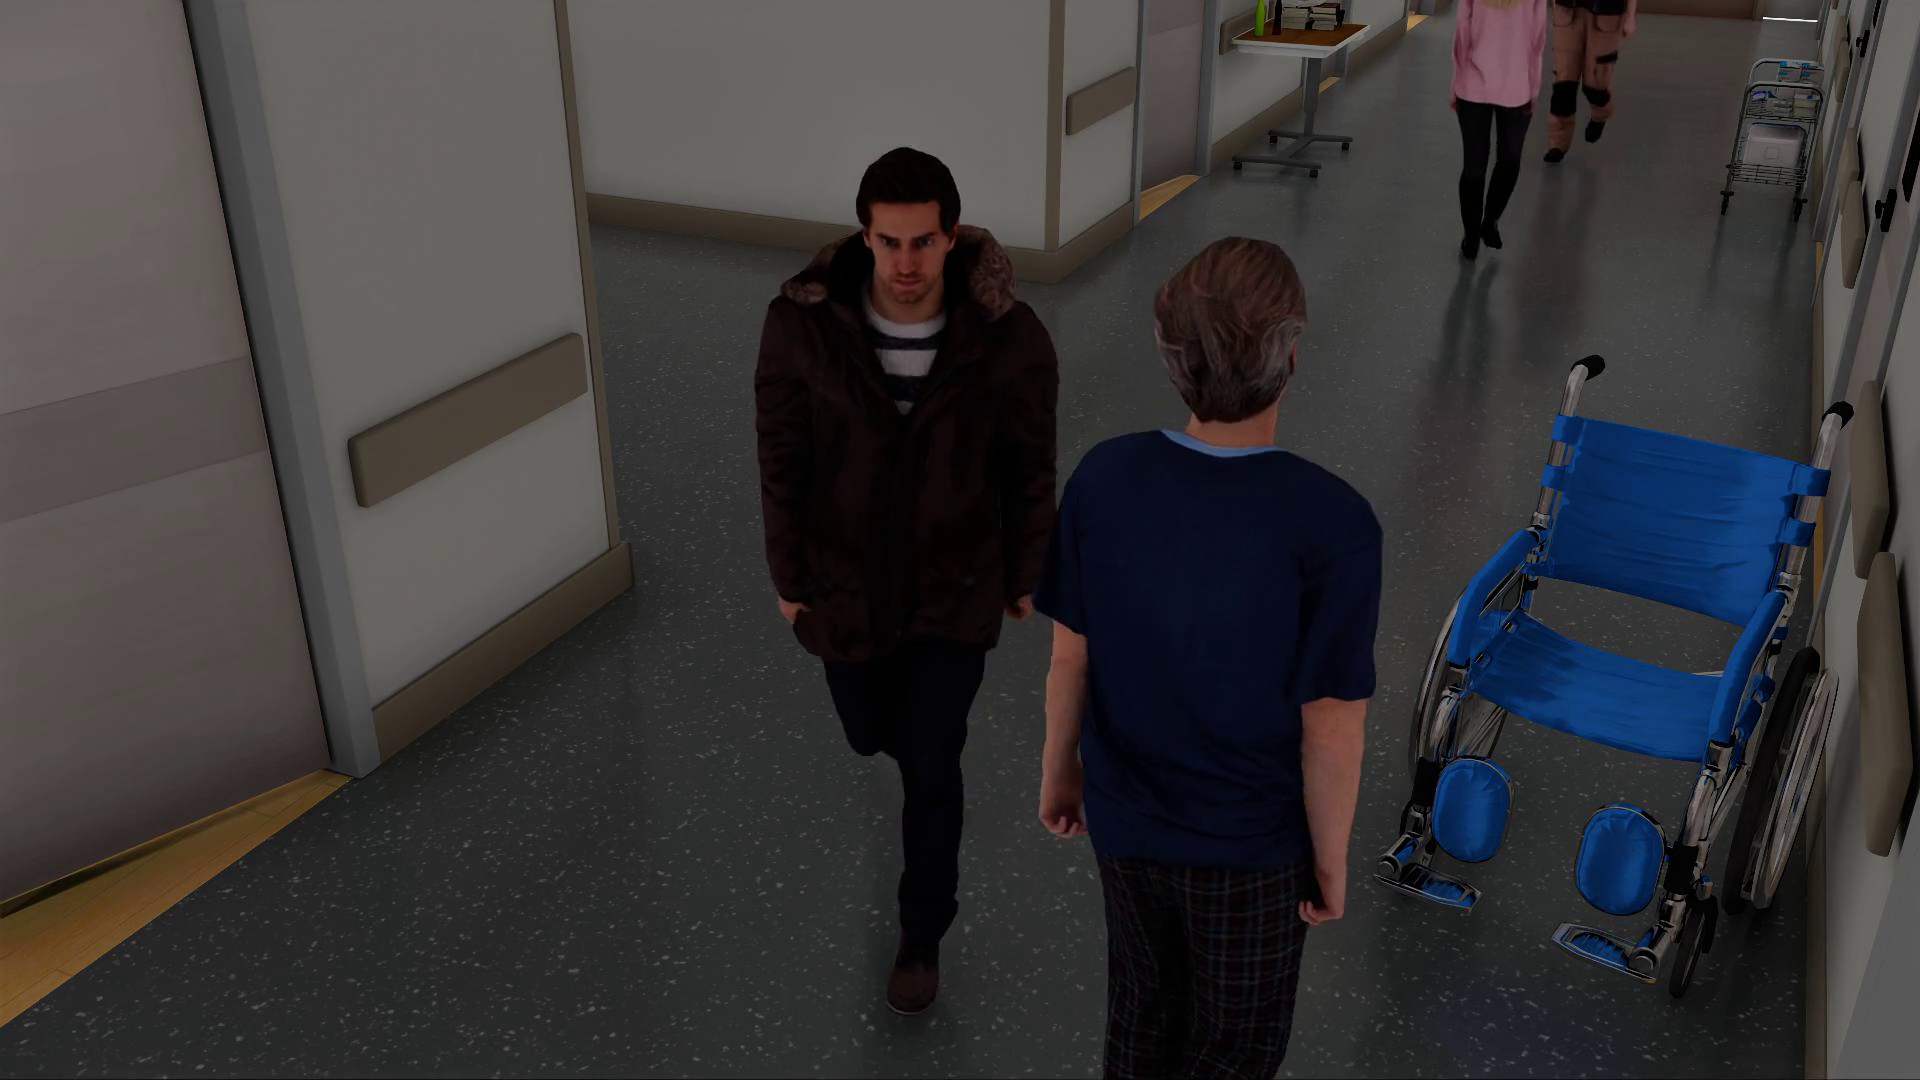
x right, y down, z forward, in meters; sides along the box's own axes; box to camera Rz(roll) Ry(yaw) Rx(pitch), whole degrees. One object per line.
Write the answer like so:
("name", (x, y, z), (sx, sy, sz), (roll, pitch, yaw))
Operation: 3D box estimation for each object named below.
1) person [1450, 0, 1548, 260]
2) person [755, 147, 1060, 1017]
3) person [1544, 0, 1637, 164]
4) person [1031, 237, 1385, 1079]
("person", (2.708, -2.245, 8.422), (0.636, 1.679, 0.651), (8, 27, 17))
("person", (-0.111, 0.055, 3.516), (1.009, 1.797, 1.235), (1, 26, 1))
("person", (3.984, -3.313, 10.492), (0.745, 1.806, 0.945), (15, 30, 29))
("person", (0.335, 0.497, 2.541), (0.713, 1.850, 0.891), (13, 28, 24))
